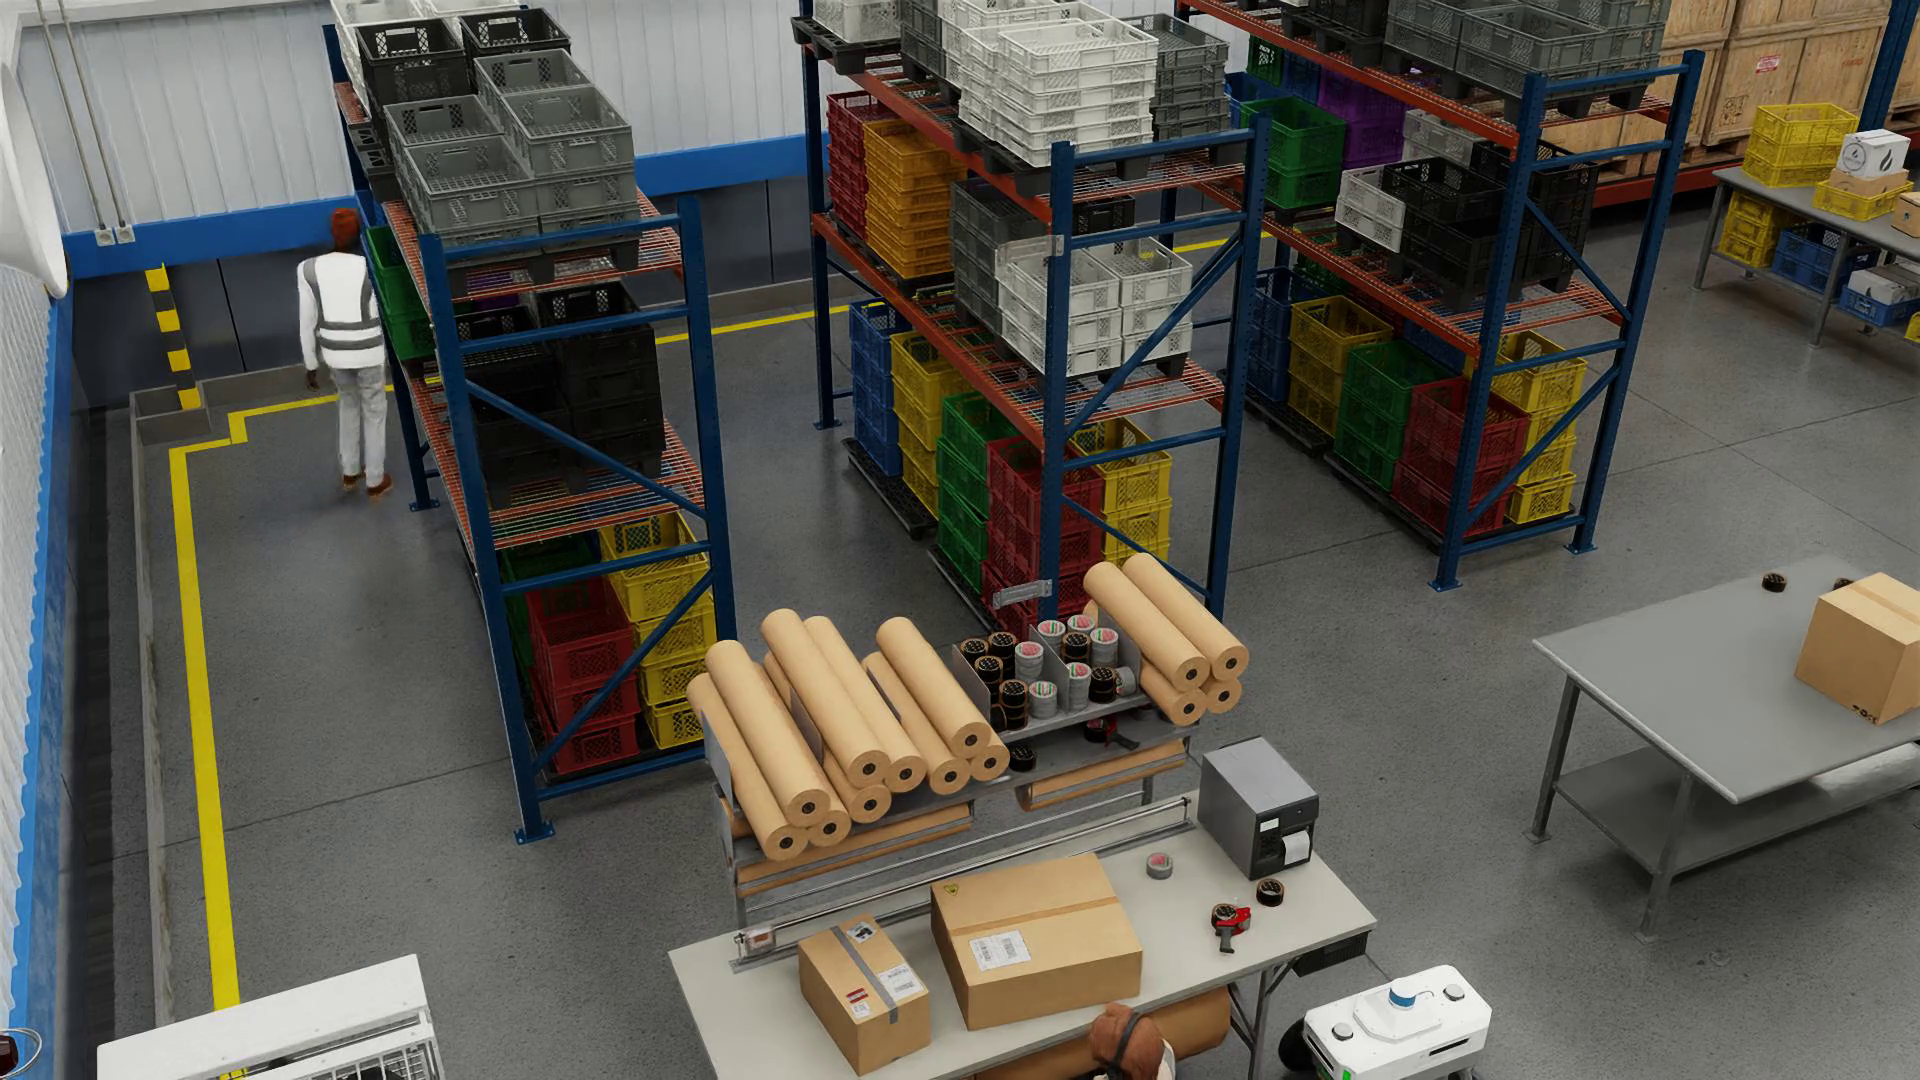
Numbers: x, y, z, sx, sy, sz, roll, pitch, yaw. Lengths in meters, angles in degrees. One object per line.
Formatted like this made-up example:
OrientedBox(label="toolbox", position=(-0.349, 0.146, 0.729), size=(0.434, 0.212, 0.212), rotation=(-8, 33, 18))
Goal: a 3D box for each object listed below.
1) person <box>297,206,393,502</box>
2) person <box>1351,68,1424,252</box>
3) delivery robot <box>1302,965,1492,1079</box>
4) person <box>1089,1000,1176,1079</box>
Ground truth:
OrientedBox(label="person", position=(-3.715, -1.130, 10.276), size=(0.596, 1.854, 0.517), rotation=(0, 32, -1))
OrientedBox(label="person", position=(3.448, -3.304, 13.743), size=(0.625, 1.933, 0.375), rotation=(18, 36, 26))
OrientedBox(label="delivery robot", position=(1.700, 1.913, 6.482), size=(0.707, 0.478, 0.477), rotation=(-12, 34, -19))
OrientedBox(label="person", position=(0.496, 2.081, 5.263), size=(0.308, 1.645, 0.514), rotation=(16, 35, 24))
